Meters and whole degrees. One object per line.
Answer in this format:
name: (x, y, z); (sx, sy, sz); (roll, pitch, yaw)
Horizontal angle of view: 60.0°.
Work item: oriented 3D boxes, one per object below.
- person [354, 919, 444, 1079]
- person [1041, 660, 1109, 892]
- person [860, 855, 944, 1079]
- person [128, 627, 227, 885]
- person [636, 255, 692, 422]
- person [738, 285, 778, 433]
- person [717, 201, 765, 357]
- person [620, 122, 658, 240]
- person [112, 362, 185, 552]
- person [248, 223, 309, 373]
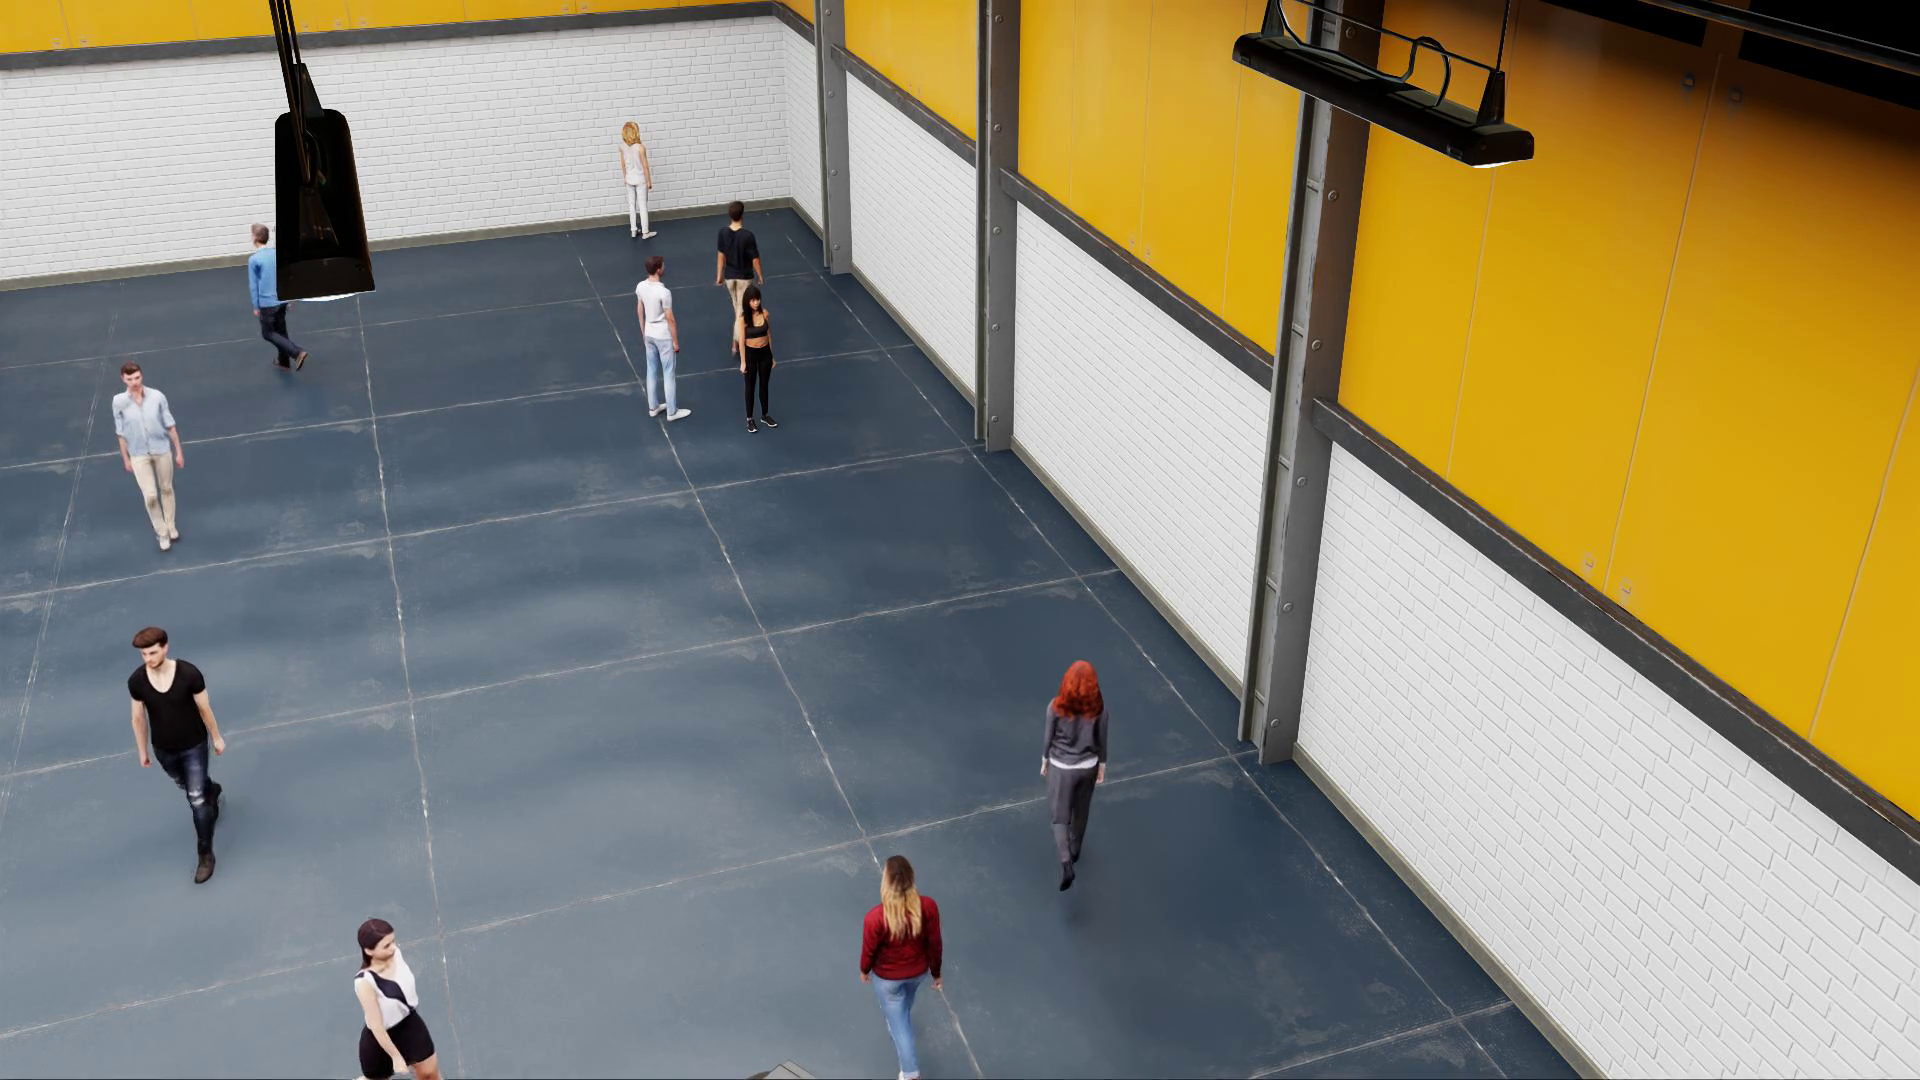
person: (-3.263, 2.795, 9.337); (1.014, 1.618, 1.046); (8, 30, 14)
person: (0.772, 1.623, 11.339); (0.774, 1.757, 1.024); (-1, 29, -2)
person: (-0.318, 2.596, 9.741); (0.667, 1.580, 1.079); (-12, 31, -21)
person: (-5.443, 1.379, 11.672); (0.871, 1.867, 1.272); (-3, 29, -6)
person: (-3.313, -2.230, 18.305); (0.688, 1.850, 0.794); (18, 34, 30)
person: (-2.211, -1.995, 18.091); (0.616, 1.642, 0.562); (-18, 33, -29)
person: (-2.680, -3.093, 19.920); (1.097, 1.819, 1.232); (8, 30, 14)
person: (-4.661, -5.179, 23.899); (0.682, 1.670, 0.739); (12, 31, 21)
person: (-7.701, -0.860, 15.811); (0.752, 1.834, 0.821); (-17, 33, -28)
person: (-7.960, -2.776, 19.360); (1.078, 1.799, 1.003); (14, 32, 24)
